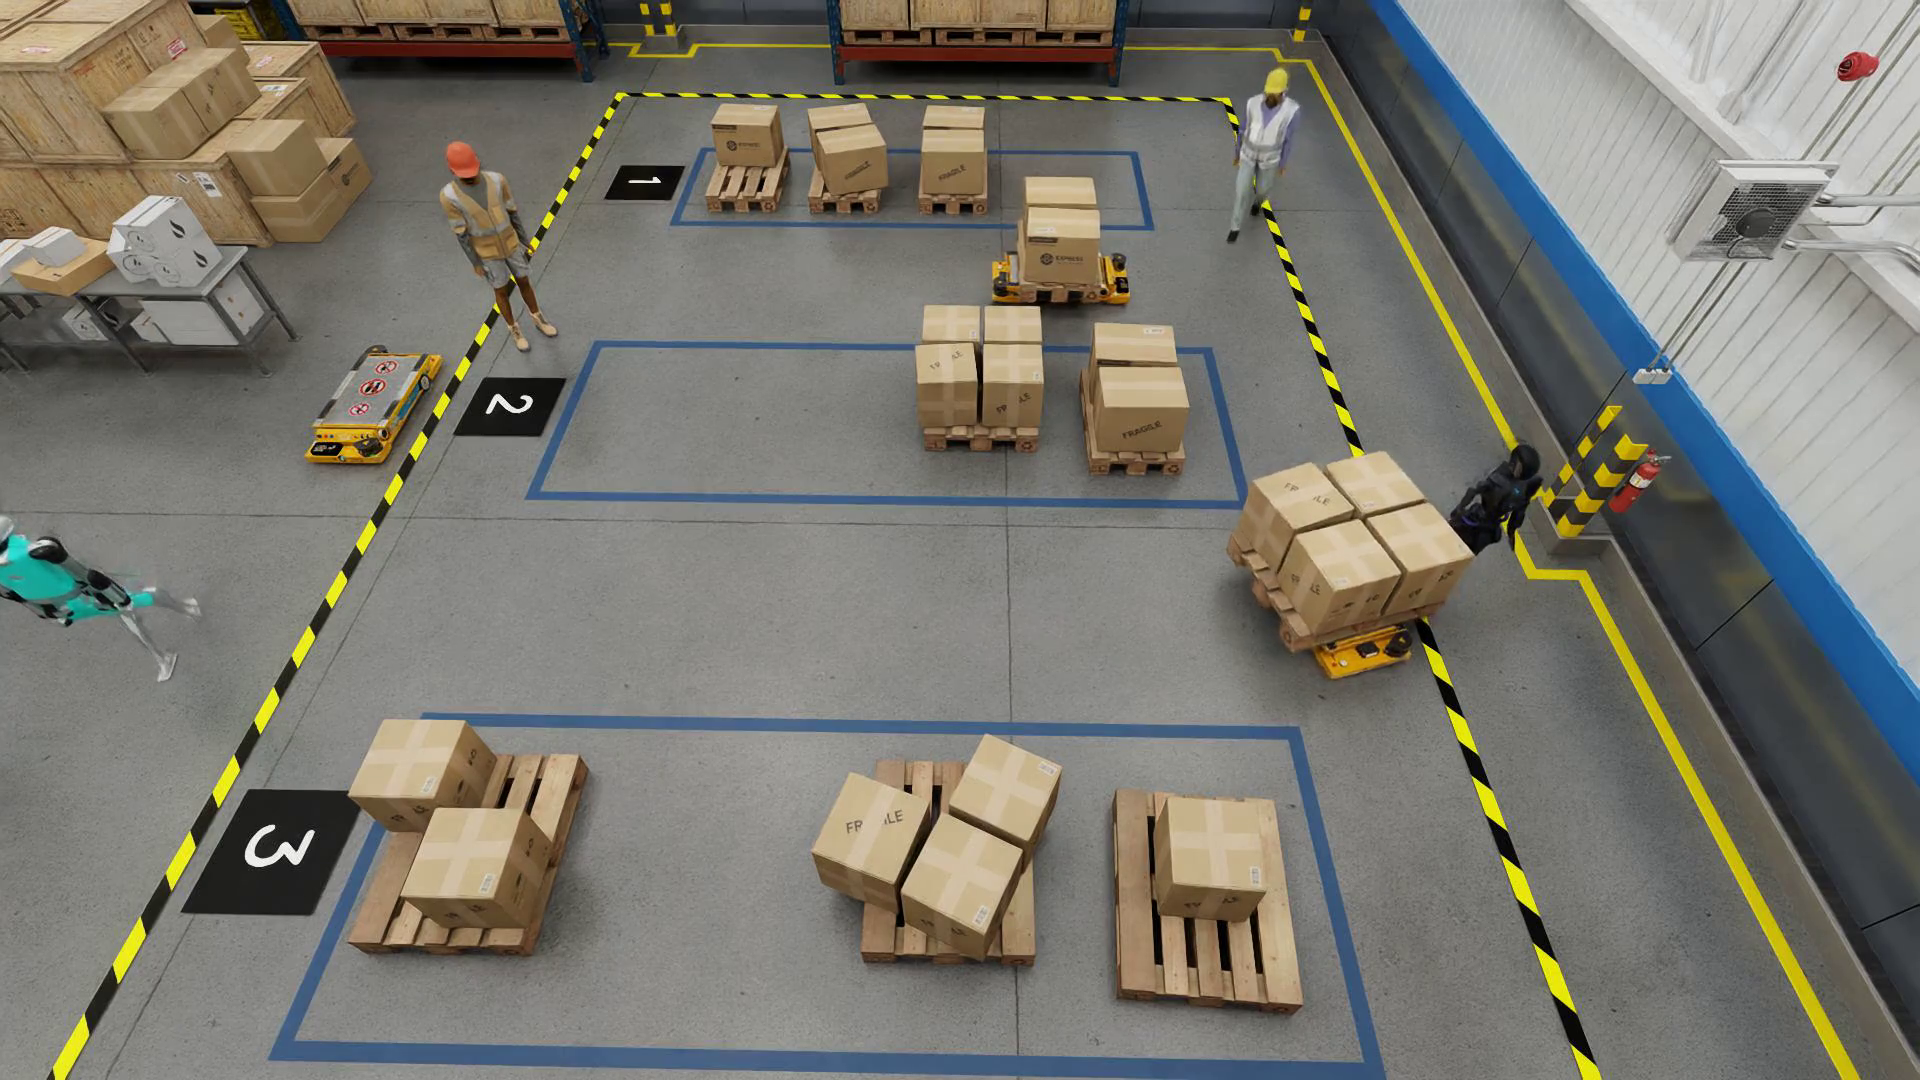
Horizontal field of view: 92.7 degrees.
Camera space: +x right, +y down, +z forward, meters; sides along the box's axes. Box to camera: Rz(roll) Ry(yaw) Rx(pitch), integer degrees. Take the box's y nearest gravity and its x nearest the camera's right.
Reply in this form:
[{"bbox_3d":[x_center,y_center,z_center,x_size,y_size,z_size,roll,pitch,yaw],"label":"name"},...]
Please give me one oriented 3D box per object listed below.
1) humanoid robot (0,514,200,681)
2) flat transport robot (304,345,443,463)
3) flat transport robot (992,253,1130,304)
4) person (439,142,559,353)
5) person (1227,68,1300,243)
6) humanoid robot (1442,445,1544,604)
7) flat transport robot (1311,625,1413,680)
[{"bbox_3d":[-5.831,0.282,6.176,0.544,1.800,0.821,-12,51,-10],"label":"humanoid robot"},{"bbox_3d":[-5.383,-1.269,8.441,0.659,0.231,1.431,1,50,1],"label":"flat transport robot"},{"bbox_3d":[1.060,-2.788,9.708,1.431,0.197,0.652,1,50,1],"label":"flat transport robot"},{"bbox_3d":[-4.264,-2.699,8.497,0.606,2.032,0.400,-37,59,-27],"label":"person"},{"bbox_3d":[3.250,-4.173,9.886,0.598,1.806,0.714,19,52,15],"label":"person"},{"bbox_3d":[3.681,-0.079,6.514,0.598,1.646,0.354,-8,50,-6],"label":"humanoid robot"},{"bbox_3d":[2.781,0.364,7.040,0.652,0.197,1.431,-13,51,-11],"label":"flat transport robot"}]
